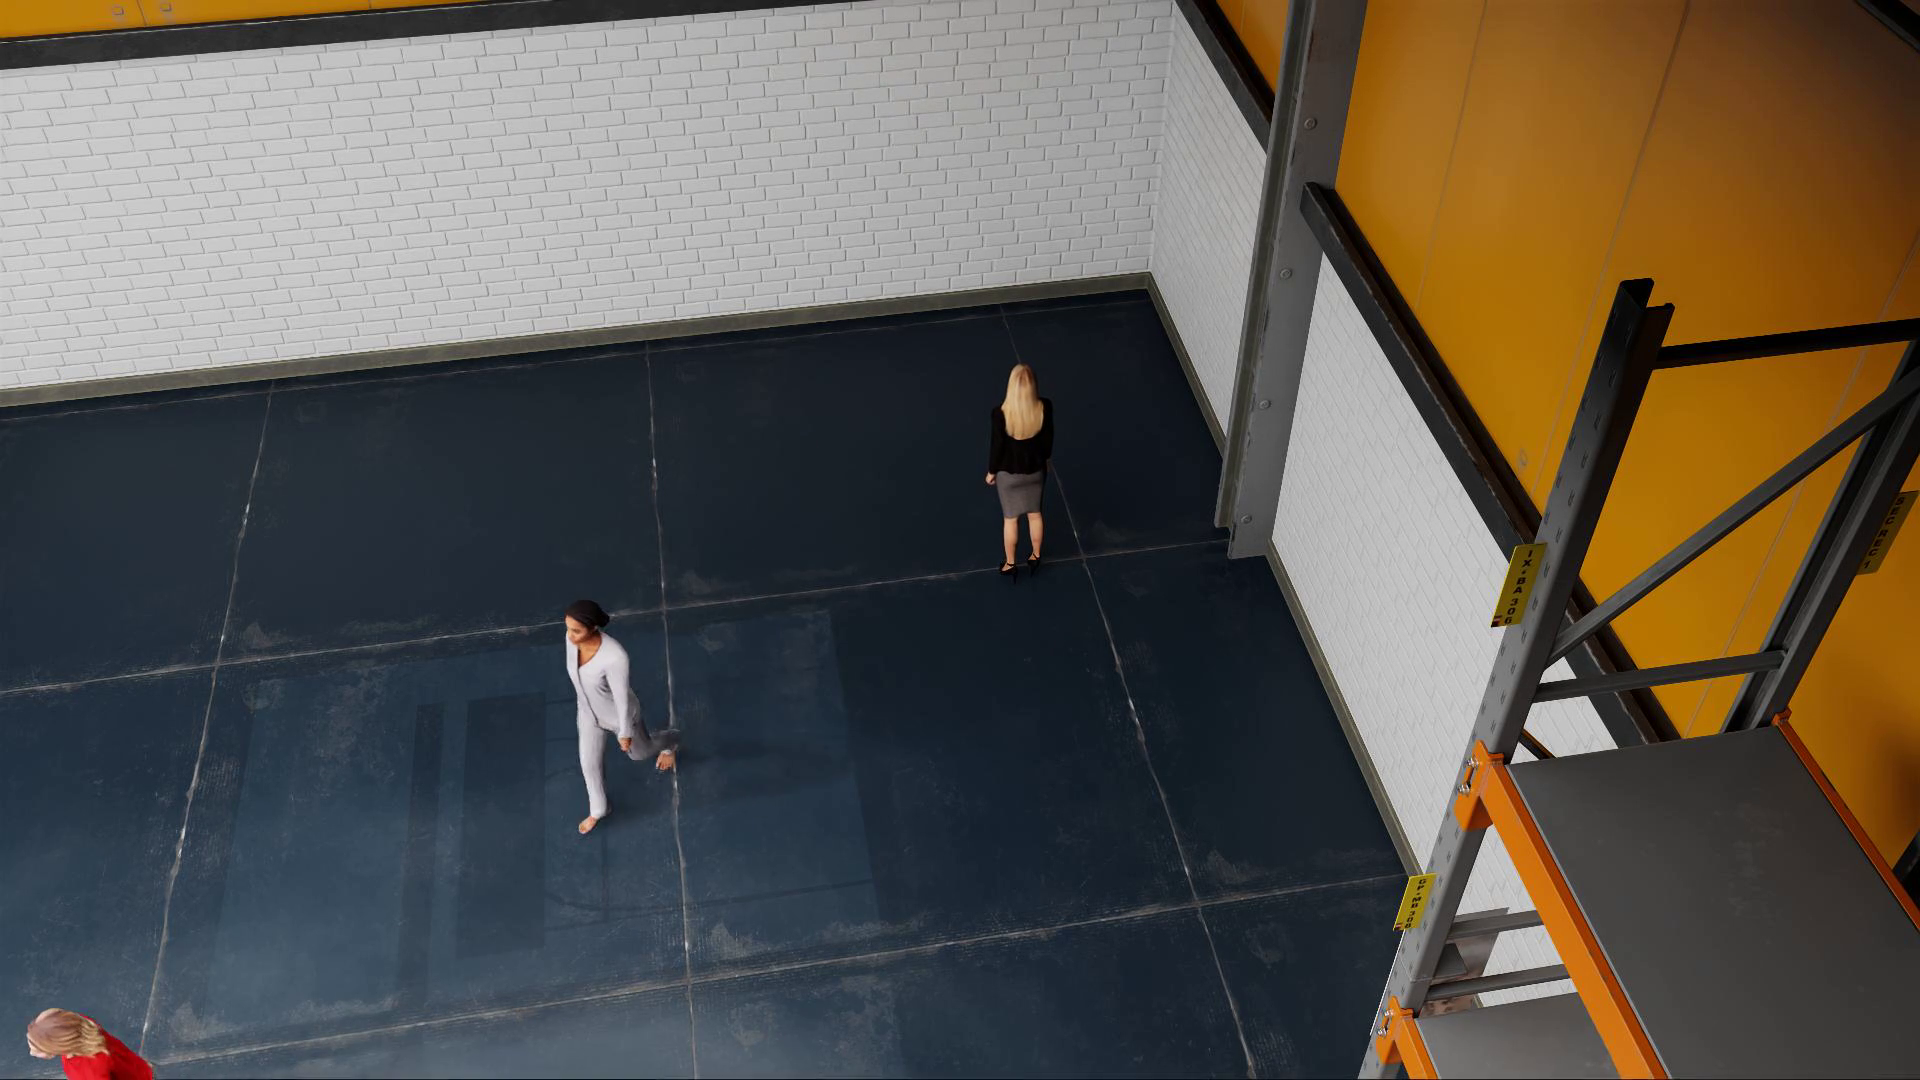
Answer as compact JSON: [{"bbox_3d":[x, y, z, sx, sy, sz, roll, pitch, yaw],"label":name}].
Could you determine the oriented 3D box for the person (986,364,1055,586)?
[{"bbox_3d":[0.416,-0.440,11.239,0.639,1.843,0.589,-13,45,-14],"label":"person"}]

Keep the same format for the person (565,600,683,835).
[{"bbox_3d":[-2.016,0.956,9.870,1.063,1.708,1.171,21,47,21],"label":"person"}]

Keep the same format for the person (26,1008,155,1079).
[{"bbox_3d":[-3.933,2.683,8.107,1.121,1.640,1.236,-30,51,-27],"label":"person"}]
